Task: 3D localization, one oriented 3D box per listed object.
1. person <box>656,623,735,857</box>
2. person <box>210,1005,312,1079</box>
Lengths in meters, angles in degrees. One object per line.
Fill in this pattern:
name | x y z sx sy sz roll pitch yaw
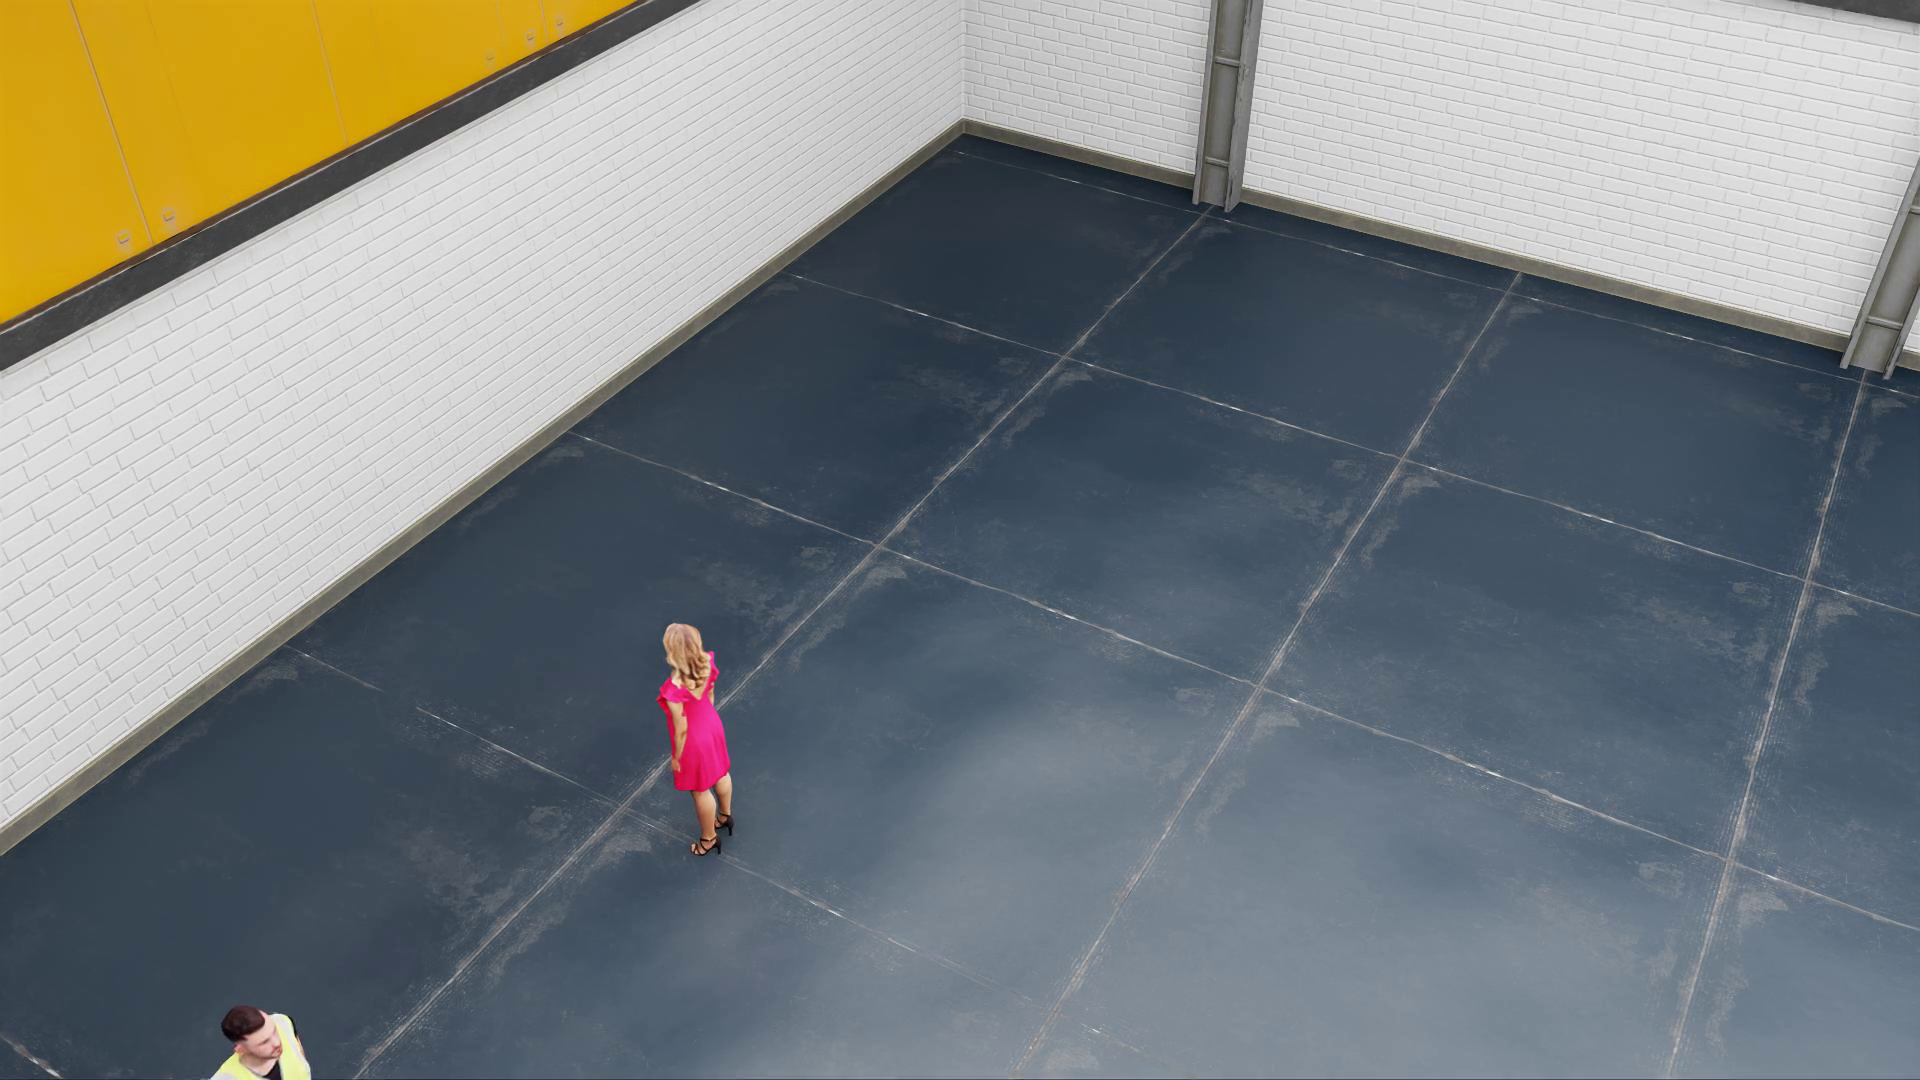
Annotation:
person | -1.495 1.138 9.521 0.550 1.729 0.578 17 42 20
person | -3.121 2.692 7.515 1.157 1.802 0.731 17 42 20
